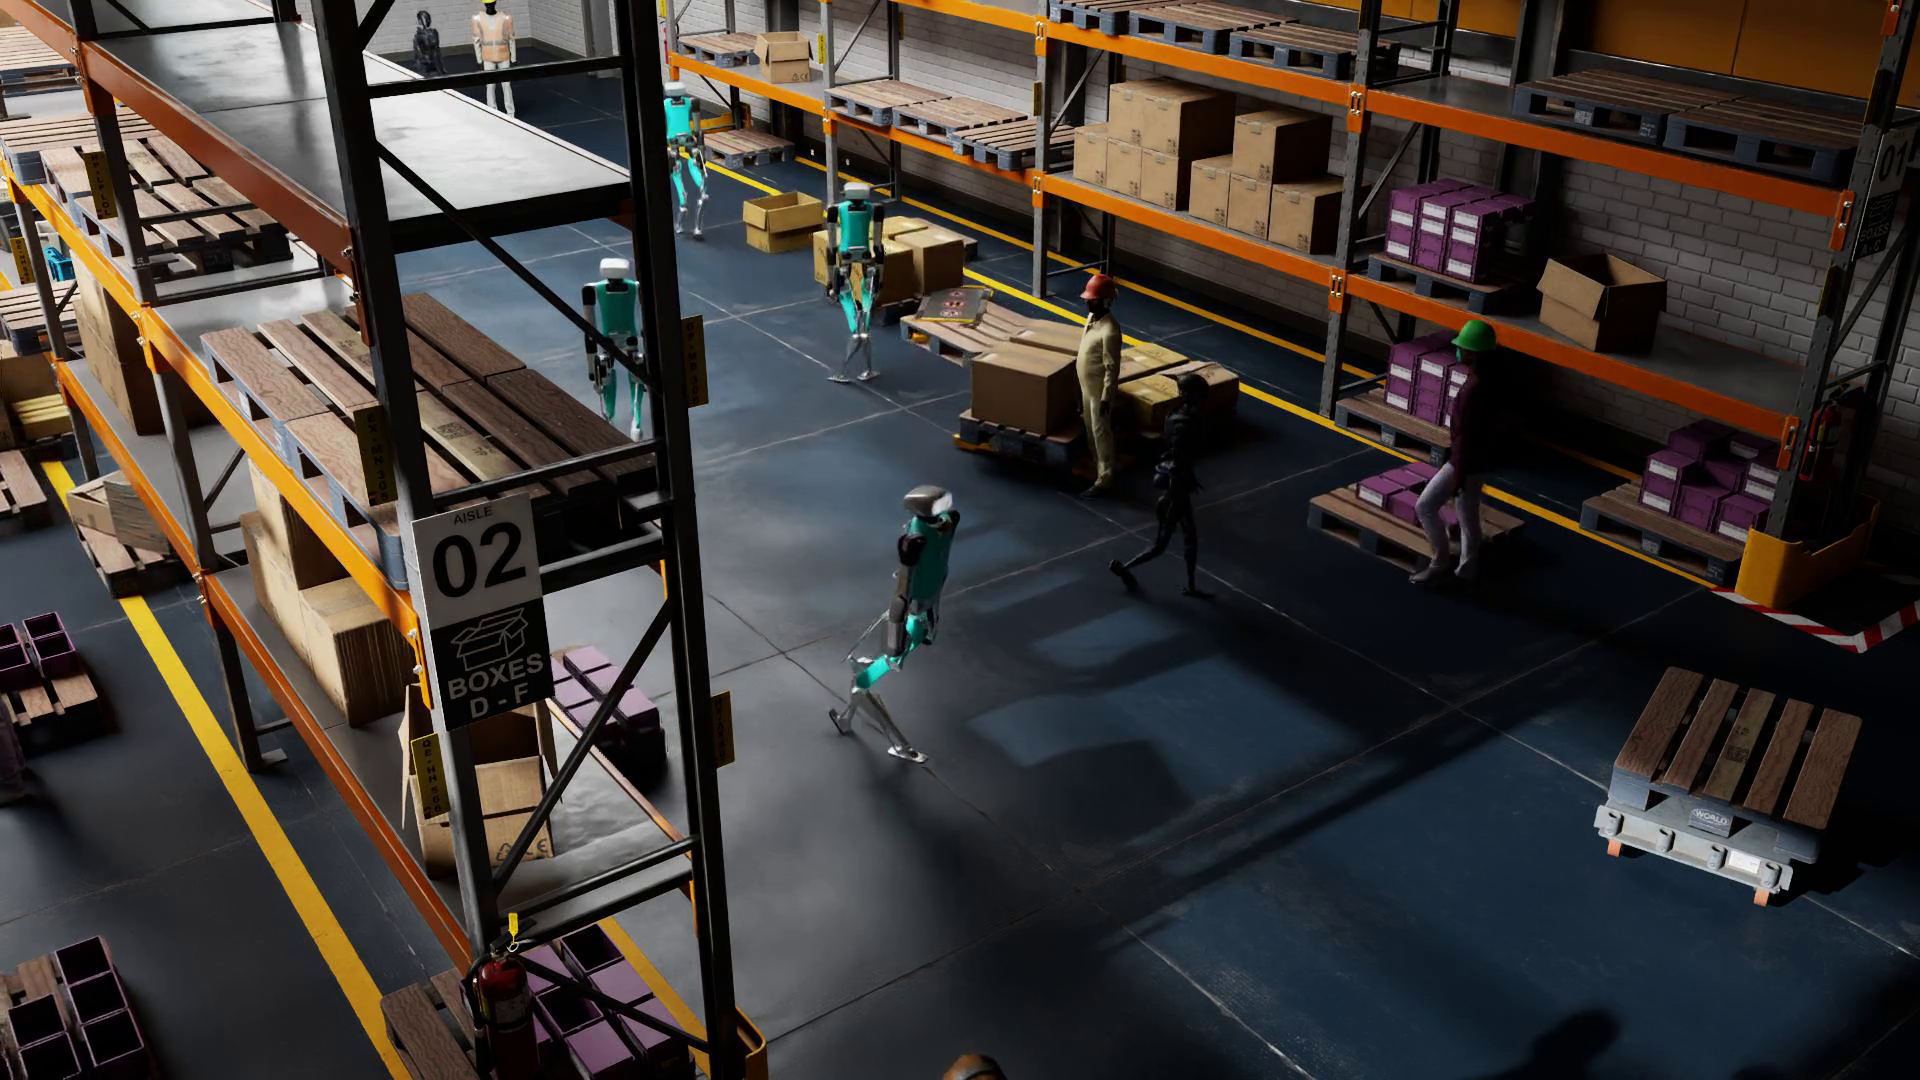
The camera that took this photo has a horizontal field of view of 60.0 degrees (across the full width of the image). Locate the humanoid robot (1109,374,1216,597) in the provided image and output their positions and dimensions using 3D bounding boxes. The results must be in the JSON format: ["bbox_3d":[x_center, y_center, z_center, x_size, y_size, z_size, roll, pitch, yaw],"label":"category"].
[{"bbox_3d":[1.424,-0.368,11.218,0.758,1.633,0.609,8,28,16],"label":"humanoid robot"}]

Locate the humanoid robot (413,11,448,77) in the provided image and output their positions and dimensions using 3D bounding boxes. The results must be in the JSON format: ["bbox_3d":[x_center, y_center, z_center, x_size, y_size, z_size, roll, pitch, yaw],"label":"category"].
[{"bbox_3d":[-7.639,-6.737,23.846,0.456,1.648,0.584,10,28,19],"label":"humanoid robot"}]

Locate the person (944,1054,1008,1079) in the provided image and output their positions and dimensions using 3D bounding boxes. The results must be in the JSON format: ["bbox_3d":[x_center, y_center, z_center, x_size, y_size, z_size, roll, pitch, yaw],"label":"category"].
[{"bbox_3d":[0.066,2.409,5.446,0.626,1.844,0.429,-11,29,-20],"label":"person"}]

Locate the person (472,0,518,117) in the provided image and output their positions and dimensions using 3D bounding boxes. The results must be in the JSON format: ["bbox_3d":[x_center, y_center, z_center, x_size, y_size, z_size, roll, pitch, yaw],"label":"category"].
[{"bbox_3d":[-6.692,-6.968,24.001,0.585,1.928,0.374,-7,27,-13],"label":"person"}]

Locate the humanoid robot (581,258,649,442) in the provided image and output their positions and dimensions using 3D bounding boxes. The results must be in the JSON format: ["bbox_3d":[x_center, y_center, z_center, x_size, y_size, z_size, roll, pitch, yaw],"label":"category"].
[{"bbox_3d":[-2.562,-1.172,12.732,0.548,1.827,0.902,-6,27,-12],"label":"humanoid robot"}]

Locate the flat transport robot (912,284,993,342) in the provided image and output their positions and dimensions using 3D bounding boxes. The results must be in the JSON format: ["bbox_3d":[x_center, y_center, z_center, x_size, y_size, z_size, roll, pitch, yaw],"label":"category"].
[{"bbox_3d":[-0.058,-2.264,16.491,0.659,0.231,1.431,3,27,6],"label":"flat transport robot"}]

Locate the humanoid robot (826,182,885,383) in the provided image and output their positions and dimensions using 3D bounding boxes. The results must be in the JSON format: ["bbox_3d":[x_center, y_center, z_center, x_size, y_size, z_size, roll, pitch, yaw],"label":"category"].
[{"bbox_3d":[-0.882,-2.249,14.793,0.567,1.747,0.720,-8,28,-15],"label":"humanoid robot"}]

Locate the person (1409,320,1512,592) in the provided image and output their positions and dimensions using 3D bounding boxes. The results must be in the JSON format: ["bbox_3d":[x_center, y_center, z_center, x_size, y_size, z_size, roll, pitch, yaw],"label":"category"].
[{"bbox_3d":[3.357,-0.557,11.238,0.580,1.931,0.529,17,31,30],"label":"person"}]

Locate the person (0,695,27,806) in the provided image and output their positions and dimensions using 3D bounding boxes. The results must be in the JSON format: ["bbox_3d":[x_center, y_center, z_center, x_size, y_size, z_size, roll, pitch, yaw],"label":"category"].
[{"bbox_3d":[-5.474,0.581,9.027,0.405,1.900,0.634,-15,30,-27],"label":"person"}]

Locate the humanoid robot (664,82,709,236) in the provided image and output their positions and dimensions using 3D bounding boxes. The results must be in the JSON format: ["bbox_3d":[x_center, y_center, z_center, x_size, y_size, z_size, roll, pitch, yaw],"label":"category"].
[{"bbox_3d":[-3.086,-4.224,18.770,0.545,1.771,0.912,-11,29,-21],"label":"humanoid robot"}]

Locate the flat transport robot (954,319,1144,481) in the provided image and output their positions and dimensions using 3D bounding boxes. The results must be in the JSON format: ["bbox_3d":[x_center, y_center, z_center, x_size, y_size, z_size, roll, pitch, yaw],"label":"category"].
[{"bbox_3d":[0.723,-0.807,13.593,1.431,0.231,0.659,16,31,29],"label":"flat transport robot"}]

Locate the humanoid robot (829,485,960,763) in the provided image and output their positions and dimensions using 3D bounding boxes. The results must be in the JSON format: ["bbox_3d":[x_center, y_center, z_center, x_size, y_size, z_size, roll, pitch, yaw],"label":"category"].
[{"bbox_3d":[-0.479,0.482,9.468,0.938,1.811,0.556,13,29,24],"label":"humanoid robot"}]

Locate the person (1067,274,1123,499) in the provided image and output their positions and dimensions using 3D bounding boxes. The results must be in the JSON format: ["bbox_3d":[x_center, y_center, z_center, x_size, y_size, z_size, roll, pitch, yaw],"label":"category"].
[{"bbox_3d":[1.036,-1.180,12.675,0.320,1.754,0.571,-6,27,-12],"label":"person"}]
